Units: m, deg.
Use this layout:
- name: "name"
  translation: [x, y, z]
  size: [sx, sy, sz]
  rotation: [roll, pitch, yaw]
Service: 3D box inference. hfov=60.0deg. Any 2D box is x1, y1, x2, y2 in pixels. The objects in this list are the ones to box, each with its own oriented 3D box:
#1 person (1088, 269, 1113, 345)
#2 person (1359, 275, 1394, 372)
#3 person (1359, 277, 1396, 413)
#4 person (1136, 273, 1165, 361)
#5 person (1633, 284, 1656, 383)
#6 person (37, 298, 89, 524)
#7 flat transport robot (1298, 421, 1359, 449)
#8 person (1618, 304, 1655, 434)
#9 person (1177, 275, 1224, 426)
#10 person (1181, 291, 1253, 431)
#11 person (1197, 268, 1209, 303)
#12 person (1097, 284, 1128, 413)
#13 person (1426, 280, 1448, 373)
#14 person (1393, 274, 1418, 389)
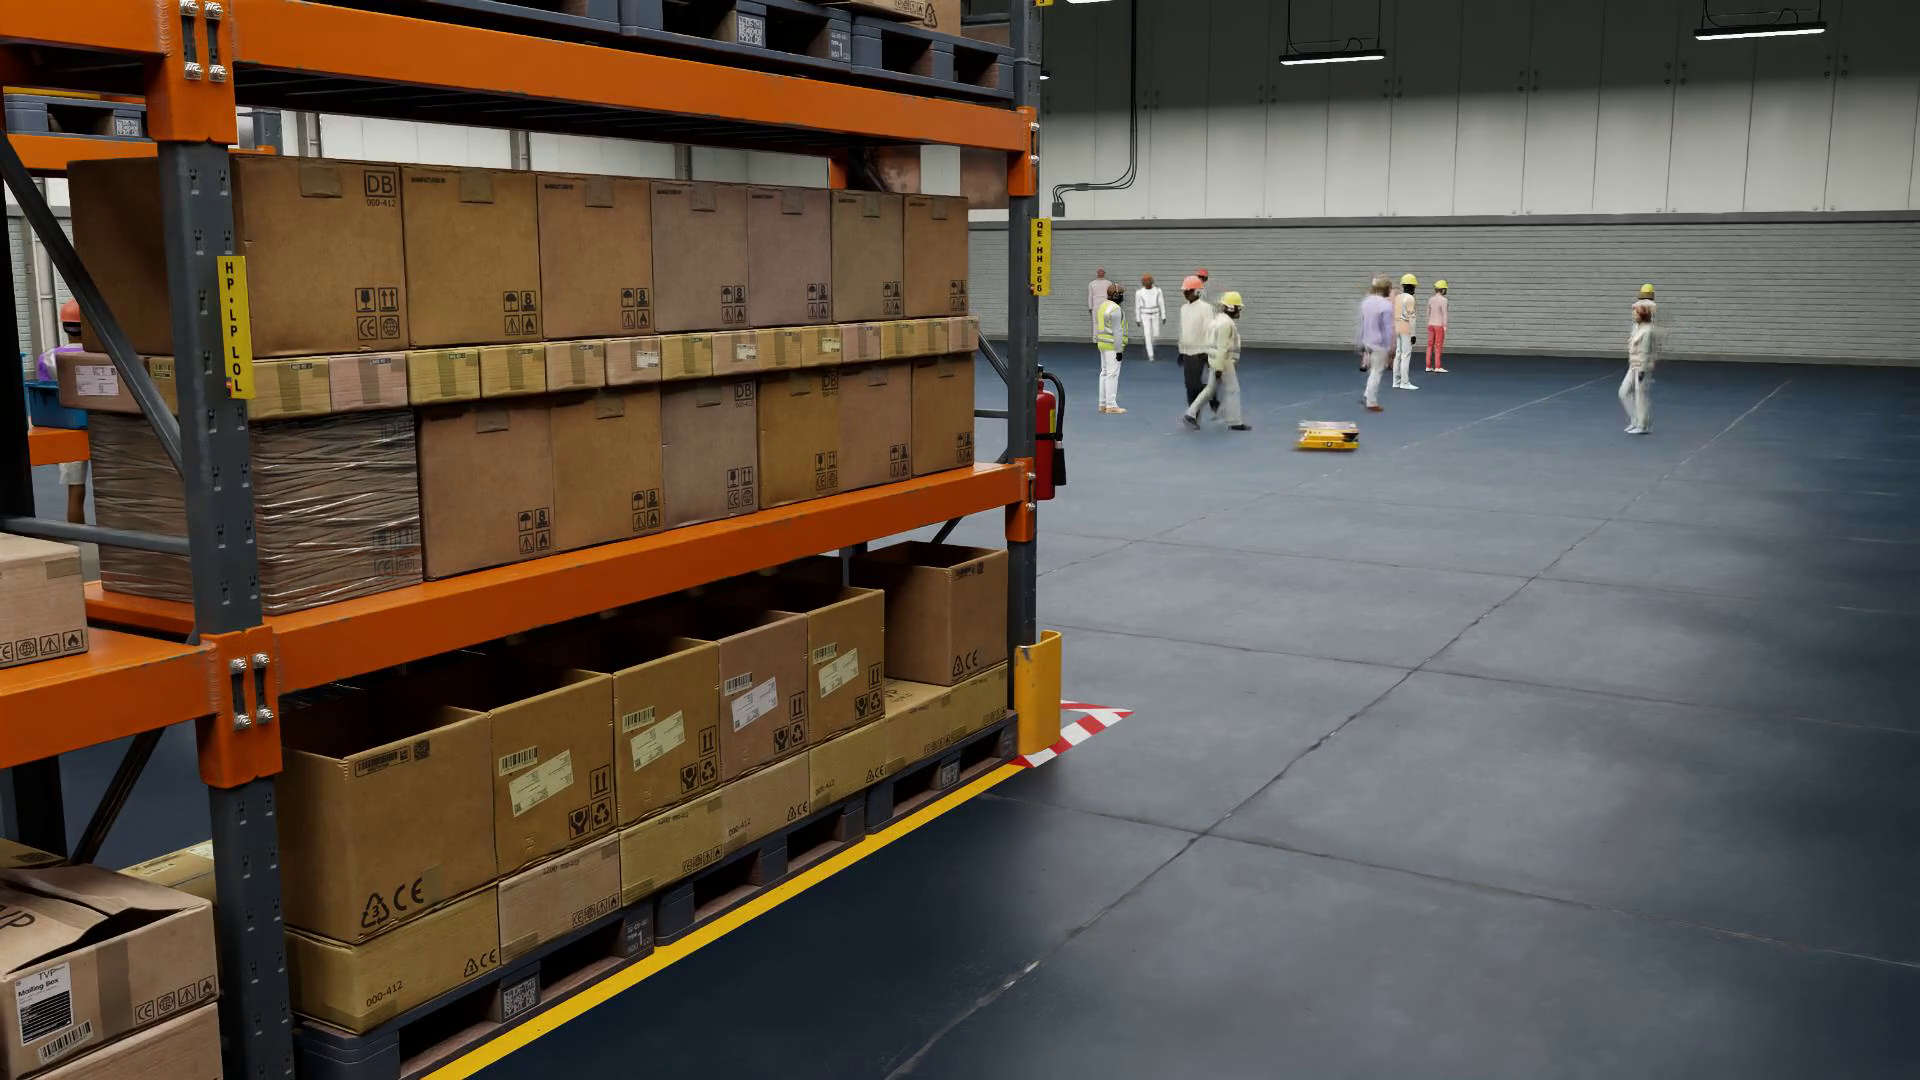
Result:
- name: "person"
  translation: [3.553, -5.868, 41.885]
  size: [0.639, 1.910, 0.406]
  rotation: [1, 10, 7]
- name: "person"
  translation: [8.096, -4.189, 32.231]
  size: [0.657, 1.857, 1.019]
  rotation: [7, 12, 35]
- name: "person"
  translation: [5.961, -2.762, 23.650]
  size: [0.466, 1.921, 0.666]
  rotation: [-4, 10, -21]
- name: "person"
  translation: [4.042, -4.738, 35.386]
  size: [0.640, 1.865, 0.584]
  rotation: [0, 10, -2]
- name: "person"
  translation: [12.066, -3.636, 29.307]
  size: [0.326, 1.734, 0.504]
  rotation: [-4, 11, -24]
- name: "person"
  translation: [-6.140, -0.729, 11.705]
  size: [0.544, 1.939, 0.372]
  rotation: [-3, 10, -15]
- name: "flat transport robot"
  translation: [4.342, -1.253, 19.648]
  size: [0.652, 0.197, 1.431]
  rotation: [2, 10, 10]
- name: "person"
  translation: [8.476, -2.127, 20.790]
  size: [0.396, 1.619, 0.549]
  rotation: [1, 10, 7]
- name: "person"
  translation: [3.120, -2.472, 21.806]
  size: [0.562, 1.980, 0.620]
  rotation: [-4, 11, -25]
- name: "person"
  translation: [3.267, -2.267, 21.178]
  size: [0.863, 1.792, 0.587]
  rotation: [0, 10, -1]
- name: "person"
  translation: [5.721, -5.469, 39.459]
  size: [0.376, 1.936, 0.549]
  rotation: [0, 10, 2]
- name: "person"
  translation: [2.174, -2.713, 23.640]
  size: [0.429, 1.836, 0.628]
  rotation: [-2, 10, -14]
- name: "person"
  translation: [9.168, -4.093, 31.913]
  size: [0.330, 1.765, 0.526]
  rotation: [-5, 11, -25]
- name: "person"
  translation: [7.478, -3.488, 27.886]
  size: [0.359, 1.930, 0.588]
  rotation: [-2, 10, -13]
